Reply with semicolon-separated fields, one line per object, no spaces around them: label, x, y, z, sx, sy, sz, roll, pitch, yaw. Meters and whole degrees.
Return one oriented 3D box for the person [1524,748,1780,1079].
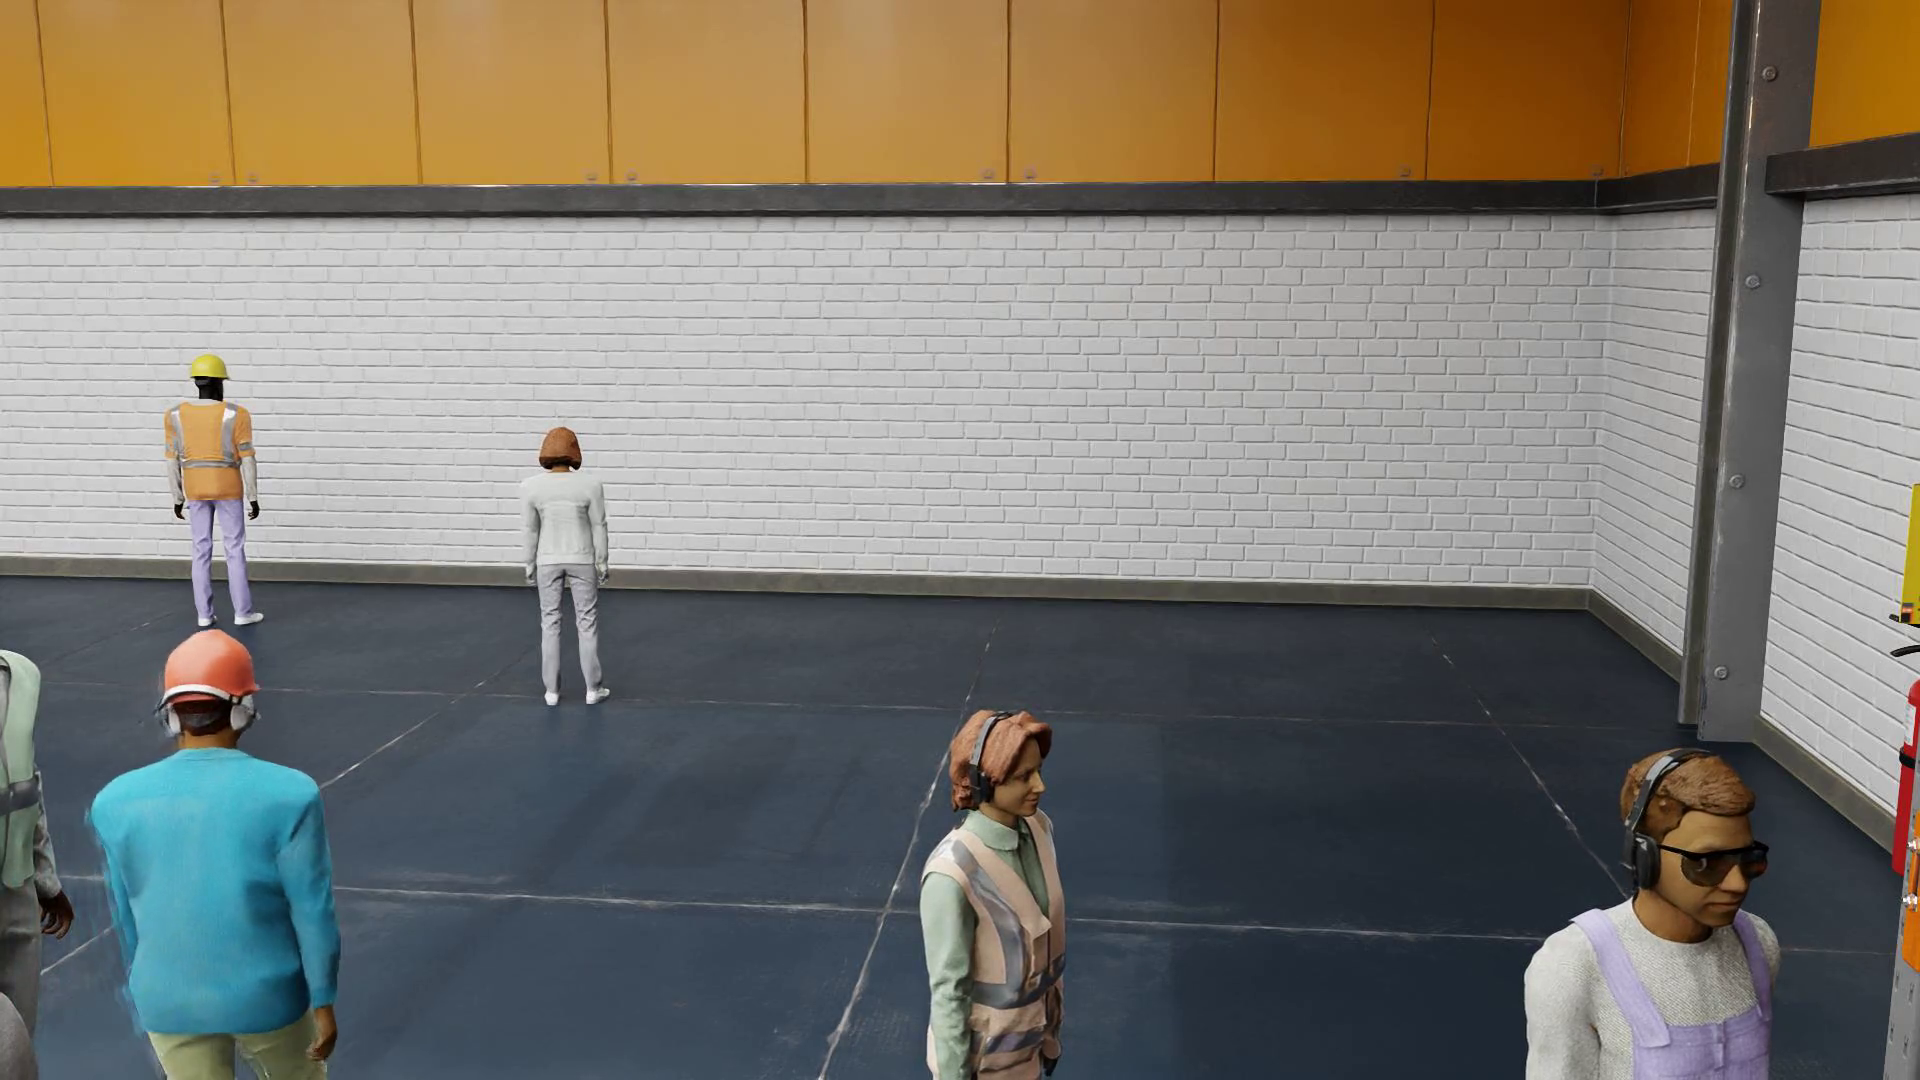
person;1.176;1.245;2.843;0.509;1.846;0.342;-4;11;-24

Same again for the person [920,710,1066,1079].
person;0.079;1.183;3.788;0.306;1.640;0.522;5;11;26

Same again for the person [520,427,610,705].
person;-2.294;0.154;9.695;0.499;1.633;0.279;-1;10;-4

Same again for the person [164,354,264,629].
person;-5.229;-0.338;11.678;0.591;1.923;0.381;-1;10;-5

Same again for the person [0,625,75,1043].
person;-2.578;0.948;4.334;0.392;1.919;0.591;1;10;7

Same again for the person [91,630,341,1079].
person;-1.789;1.082;4.091;0.558;1.727;0.455;-1;10;-7
